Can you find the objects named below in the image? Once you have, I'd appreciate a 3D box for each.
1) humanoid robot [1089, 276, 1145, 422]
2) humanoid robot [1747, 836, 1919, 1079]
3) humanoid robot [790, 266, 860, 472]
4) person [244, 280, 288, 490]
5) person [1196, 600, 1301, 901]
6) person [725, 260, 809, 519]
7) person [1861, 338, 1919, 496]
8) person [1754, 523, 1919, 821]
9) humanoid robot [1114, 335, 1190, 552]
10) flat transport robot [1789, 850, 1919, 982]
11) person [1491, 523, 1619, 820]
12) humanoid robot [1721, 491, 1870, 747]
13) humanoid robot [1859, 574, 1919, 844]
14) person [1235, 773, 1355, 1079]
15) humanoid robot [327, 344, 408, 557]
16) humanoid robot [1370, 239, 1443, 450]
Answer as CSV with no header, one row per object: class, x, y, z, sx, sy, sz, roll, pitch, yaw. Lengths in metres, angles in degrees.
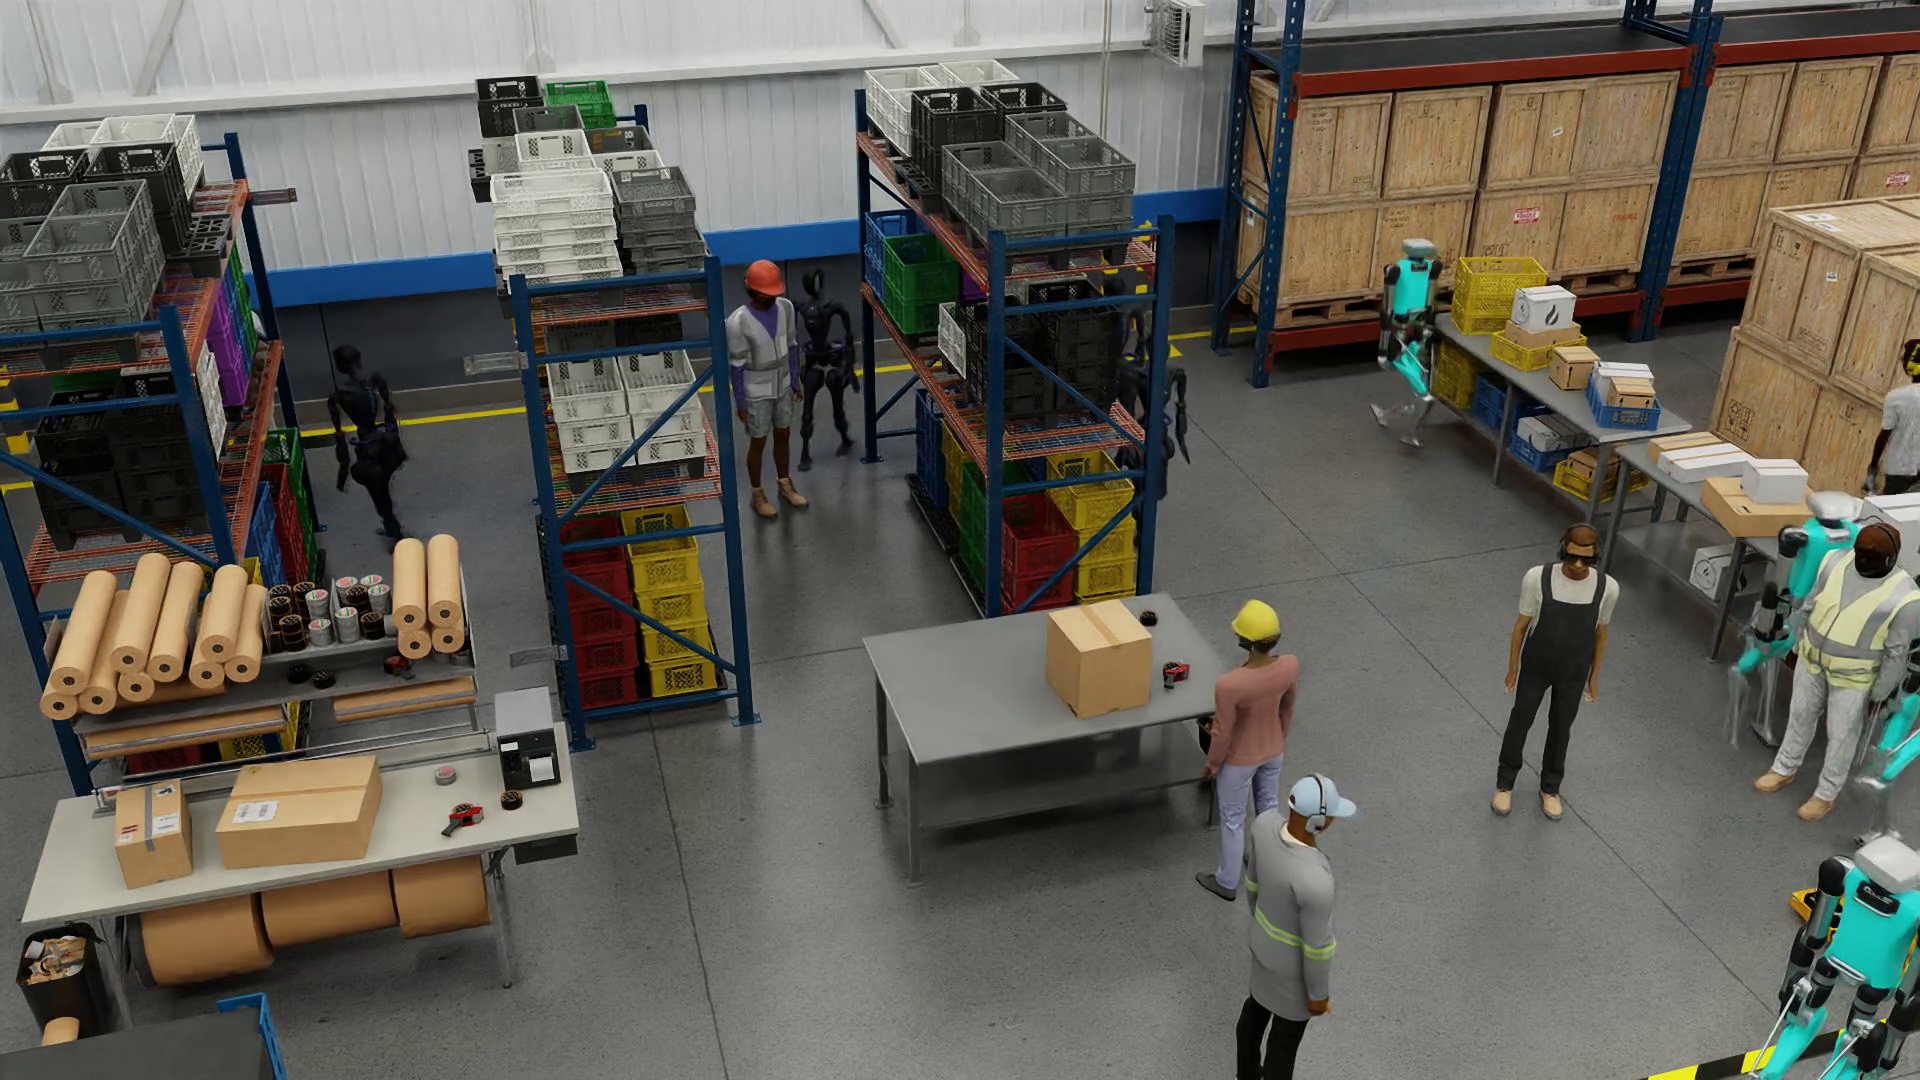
humanoid robot,1.243,-1.281,13.090,0.584,1.629,0.800,-14,32,-24
humanoid robot,3.503,2.020,6.822,0.735,1.677,0.533,-17,33,-28
humanoid robot,-1.076,-1.374,13.230,0.606,1.649,0.605,8,30,14
person,-5.290,-1.092,12.484,0.328,1.873,0.514,-14,32,-24
person,1.492,1.090,8.621,0.521,1.770,0.306,-15,32,-26
person,-1.422,-1.118,12.375,0.607,2.031,0.405,-25,38,-38
person,6.530,-0.466,11.408,0.560,1.820,0.850,-6,29,-11
person,4.890,0.715,9.243,0.429,1.834,0.633,-14,32,-24
humanoid robot,1.340,-0.749,12.076,0.590,1.635,0.611,-12,31,-21
flat transport robot,5.163,1.916,8.676,1.431,0.231,0.659,-8,30,-14
person,3.288,0.726,9.204,0.506,1.845,0.344,5,29,9
humanoid robot,4.856,0.448,9.845,0.544,1.817,0.673,-3,29,-6
humanoid robot,5.088,0.944,8.960,0.862,1.794,0.570,-14,32,-23
person,1.458,1.793,7.260,0.397,1.848,0.587,-9,30,-16
humanoid robot,-4.212,-0.623,11.843,0.512,1.647,0.590,14,32,23
humanoid robot,3.688,-1.524,13.412,0.551,1.736,1.008,-13,31,-22
